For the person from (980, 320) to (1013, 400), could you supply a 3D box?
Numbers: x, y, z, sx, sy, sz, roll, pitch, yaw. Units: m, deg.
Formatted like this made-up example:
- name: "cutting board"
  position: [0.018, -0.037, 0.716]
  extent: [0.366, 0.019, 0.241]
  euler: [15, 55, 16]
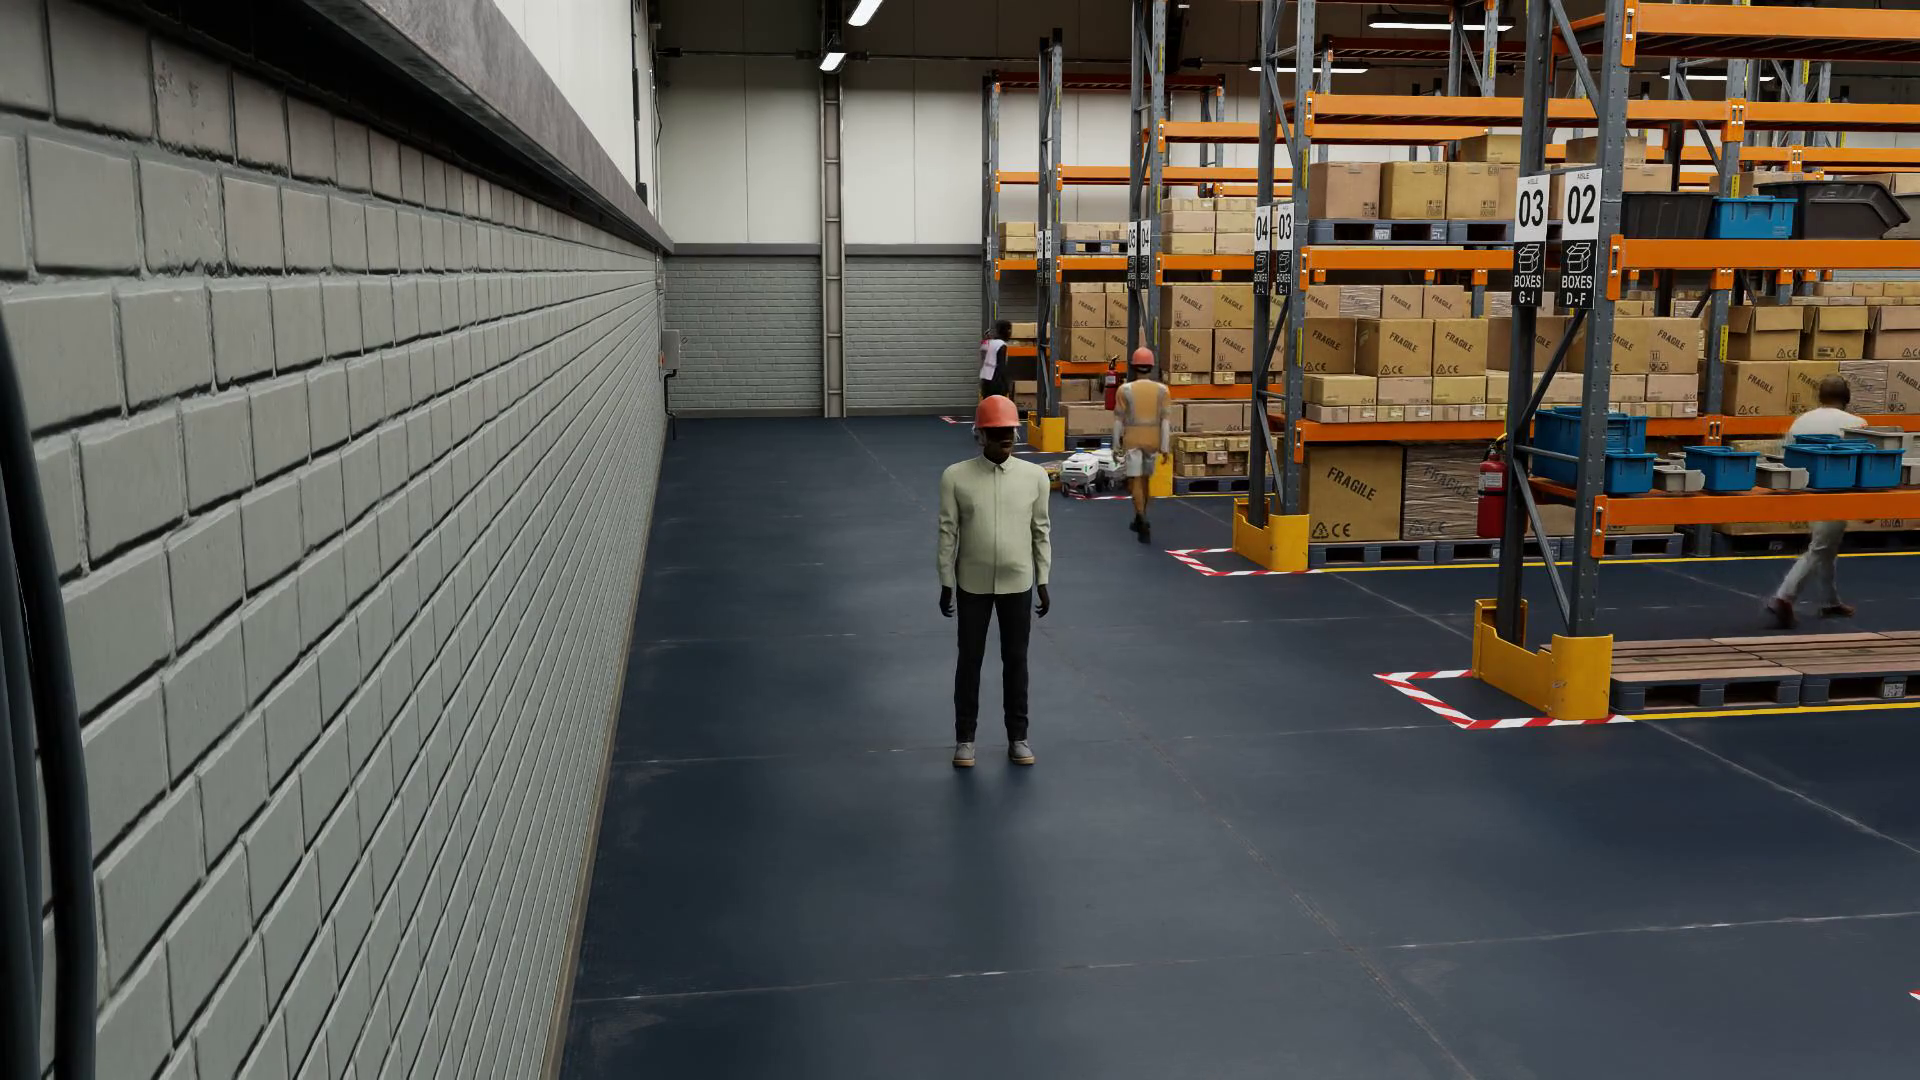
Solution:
- name: "person"
  position: [0.585, -2.446, 25.733]
  extent: [0.572, 1.884, 0.590]
  euler: [-3, 10, -19]

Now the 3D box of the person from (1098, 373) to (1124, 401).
- name: "person"
  position: [2.379, -2.471, 26.093]
  extent: [0.990, 1.828, 0.543]
  euler: [-3, 10, -15]

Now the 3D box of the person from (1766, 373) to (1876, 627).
- name: "person"
  position: [6.430, -0.299, 12.454]
  extent: [0.976, 1.904, 0.639]
  euler: [-3, 10, -18]

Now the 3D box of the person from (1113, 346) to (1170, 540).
- name: "person"
  position: [1.814, -0.966, 16.533]
  extent: [0.551, 1.911, 0.899]
  euler: [-1, 9, -7]

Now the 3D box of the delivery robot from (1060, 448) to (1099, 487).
- name: "delivery robot"
  position: [1.415, -0.850, 19.669]
  extent: [0.477, 0.478, 0.707]
  euler: [3, 10, 16]

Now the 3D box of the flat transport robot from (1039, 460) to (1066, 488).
- name: "flat transport robot"
  position: [1.211, -0.828, 20.695]
  extent: [0.652, 0.197, 1.431]
  euler: [7, 11, 36]

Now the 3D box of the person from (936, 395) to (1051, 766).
- name: "person"
  position: [0.184, 0.220, 8.920]
  extent: [0.622, 1.996, 0.370]
  euler: [-1, 9, -6]

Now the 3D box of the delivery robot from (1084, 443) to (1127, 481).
- name: "delivery robot"
  position: [1.761, -0.932, 20.175]
  extent: [0.477, 0.478, 0.707]
  euler: [-8, 12, -41]
